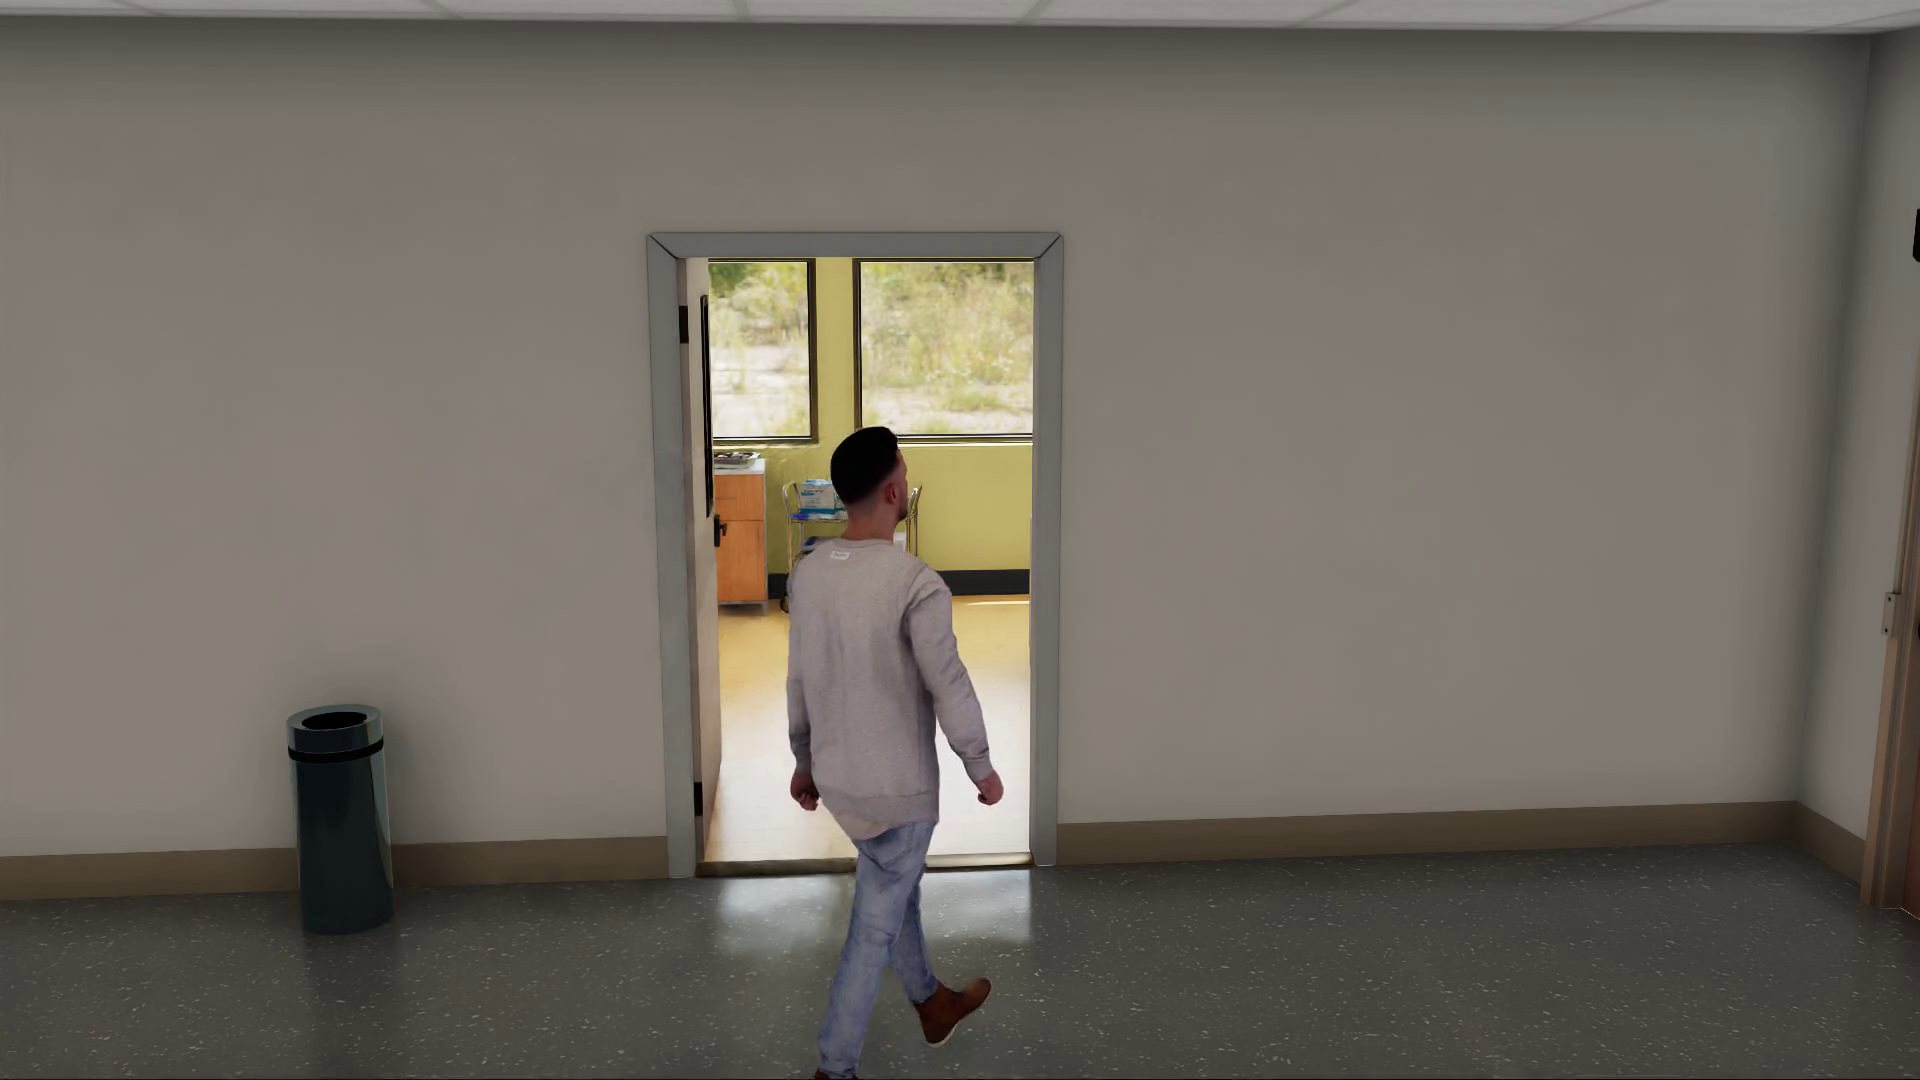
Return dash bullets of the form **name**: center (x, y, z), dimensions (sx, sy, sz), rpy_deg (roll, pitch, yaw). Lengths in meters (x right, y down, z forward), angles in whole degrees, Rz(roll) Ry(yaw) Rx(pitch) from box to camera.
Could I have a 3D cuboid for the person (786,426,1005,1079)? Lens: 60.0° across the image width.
- **person**: center (-0.242, 0.645, 4.262), dimensions (1.057, 1.803, 1.147), rpy_deg (10, 15, 43)
